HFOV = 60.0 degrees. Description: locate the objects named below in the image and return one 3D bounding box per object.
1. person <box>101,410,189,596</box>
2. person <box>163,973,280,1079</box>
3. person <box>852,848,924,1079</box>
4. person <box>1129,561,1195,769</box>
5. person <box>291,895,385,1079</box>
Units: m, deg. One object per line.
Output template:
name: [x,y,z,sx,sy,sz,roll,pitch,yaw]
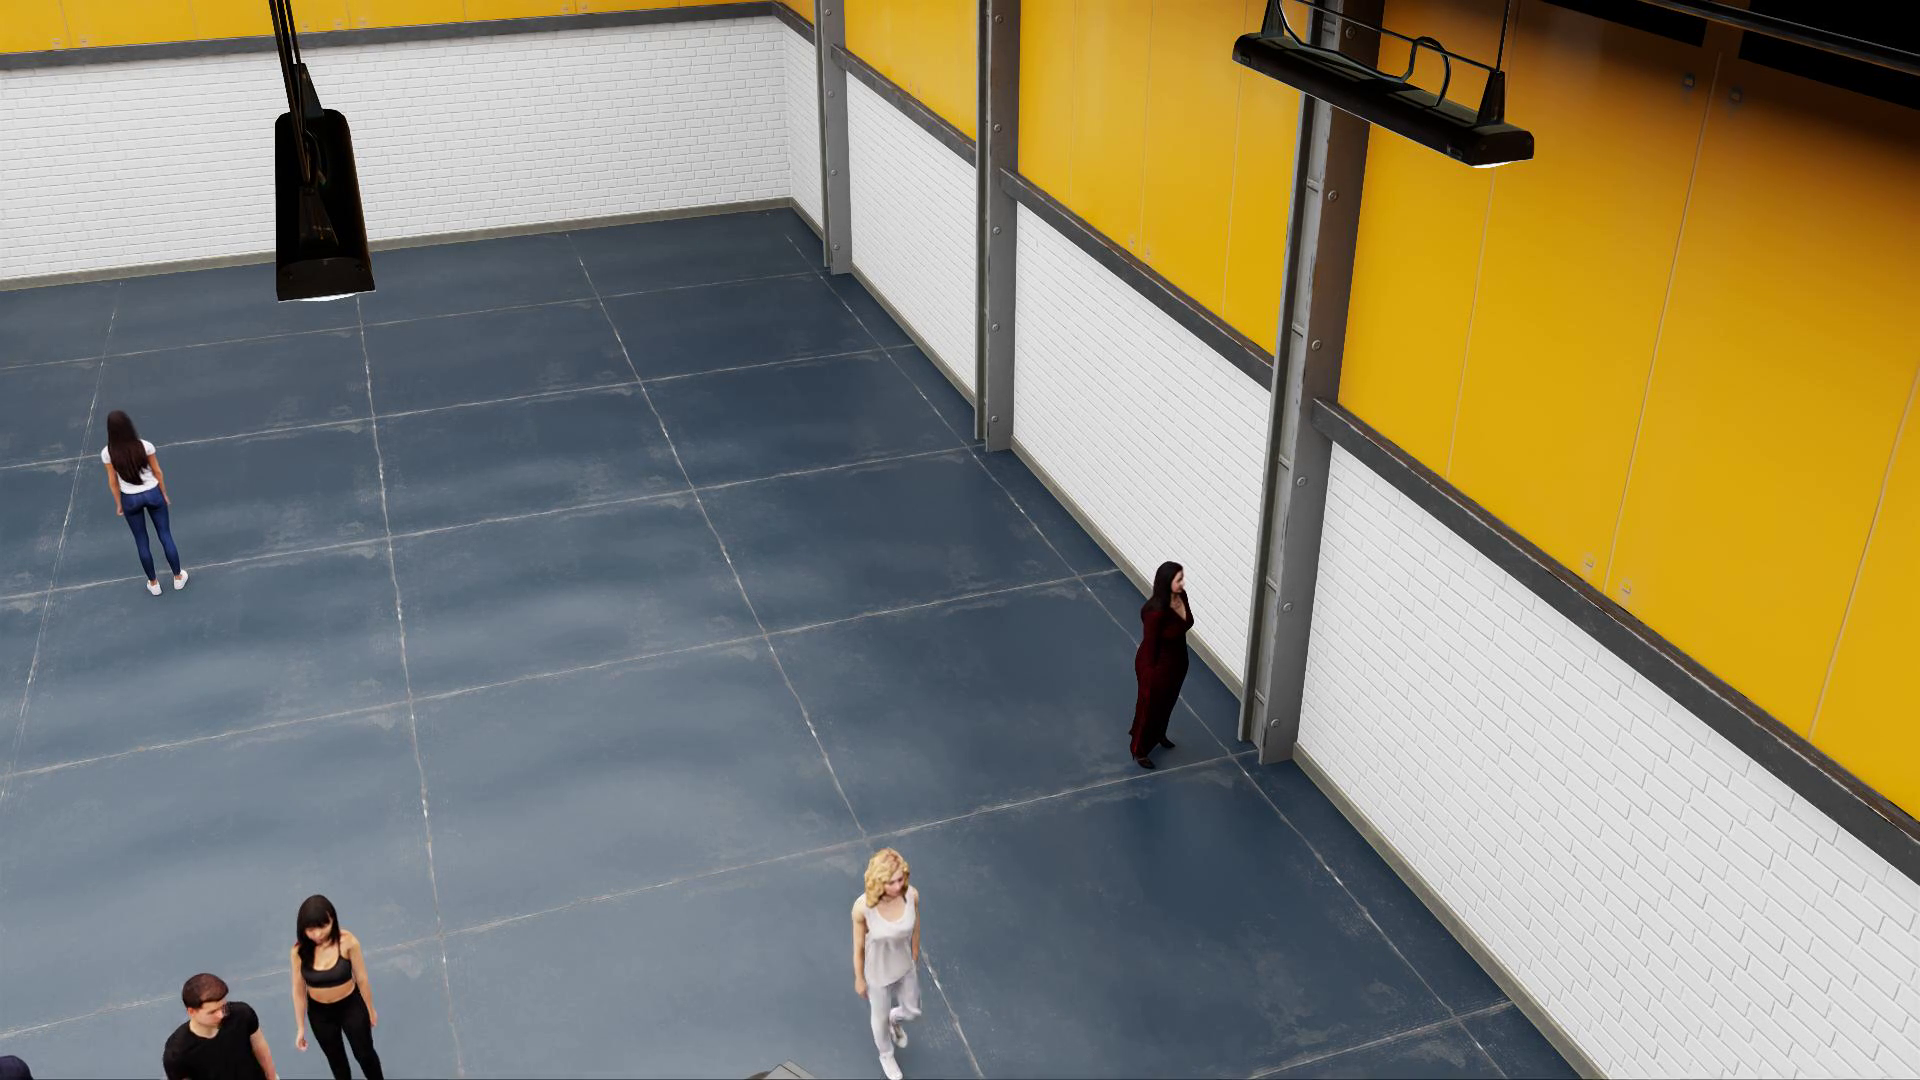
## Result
person: [-7.331,-0.340,14.919,0.607,1.775,0.536,-13,31,-22]
person: [-3.884,2.948,8.817,0.859,1.846,0.888,-24,37,-37]
person: [-0.463,2.467,9.889,0.591,1.663,0.640,-12,31,-20]
person: [1.516,0.922,12.625,0.826,1.757,0.786,17,33,29]
person: [-3.580,2.669,9.543,0.610,1.640,0.601,-5,29,-9]
